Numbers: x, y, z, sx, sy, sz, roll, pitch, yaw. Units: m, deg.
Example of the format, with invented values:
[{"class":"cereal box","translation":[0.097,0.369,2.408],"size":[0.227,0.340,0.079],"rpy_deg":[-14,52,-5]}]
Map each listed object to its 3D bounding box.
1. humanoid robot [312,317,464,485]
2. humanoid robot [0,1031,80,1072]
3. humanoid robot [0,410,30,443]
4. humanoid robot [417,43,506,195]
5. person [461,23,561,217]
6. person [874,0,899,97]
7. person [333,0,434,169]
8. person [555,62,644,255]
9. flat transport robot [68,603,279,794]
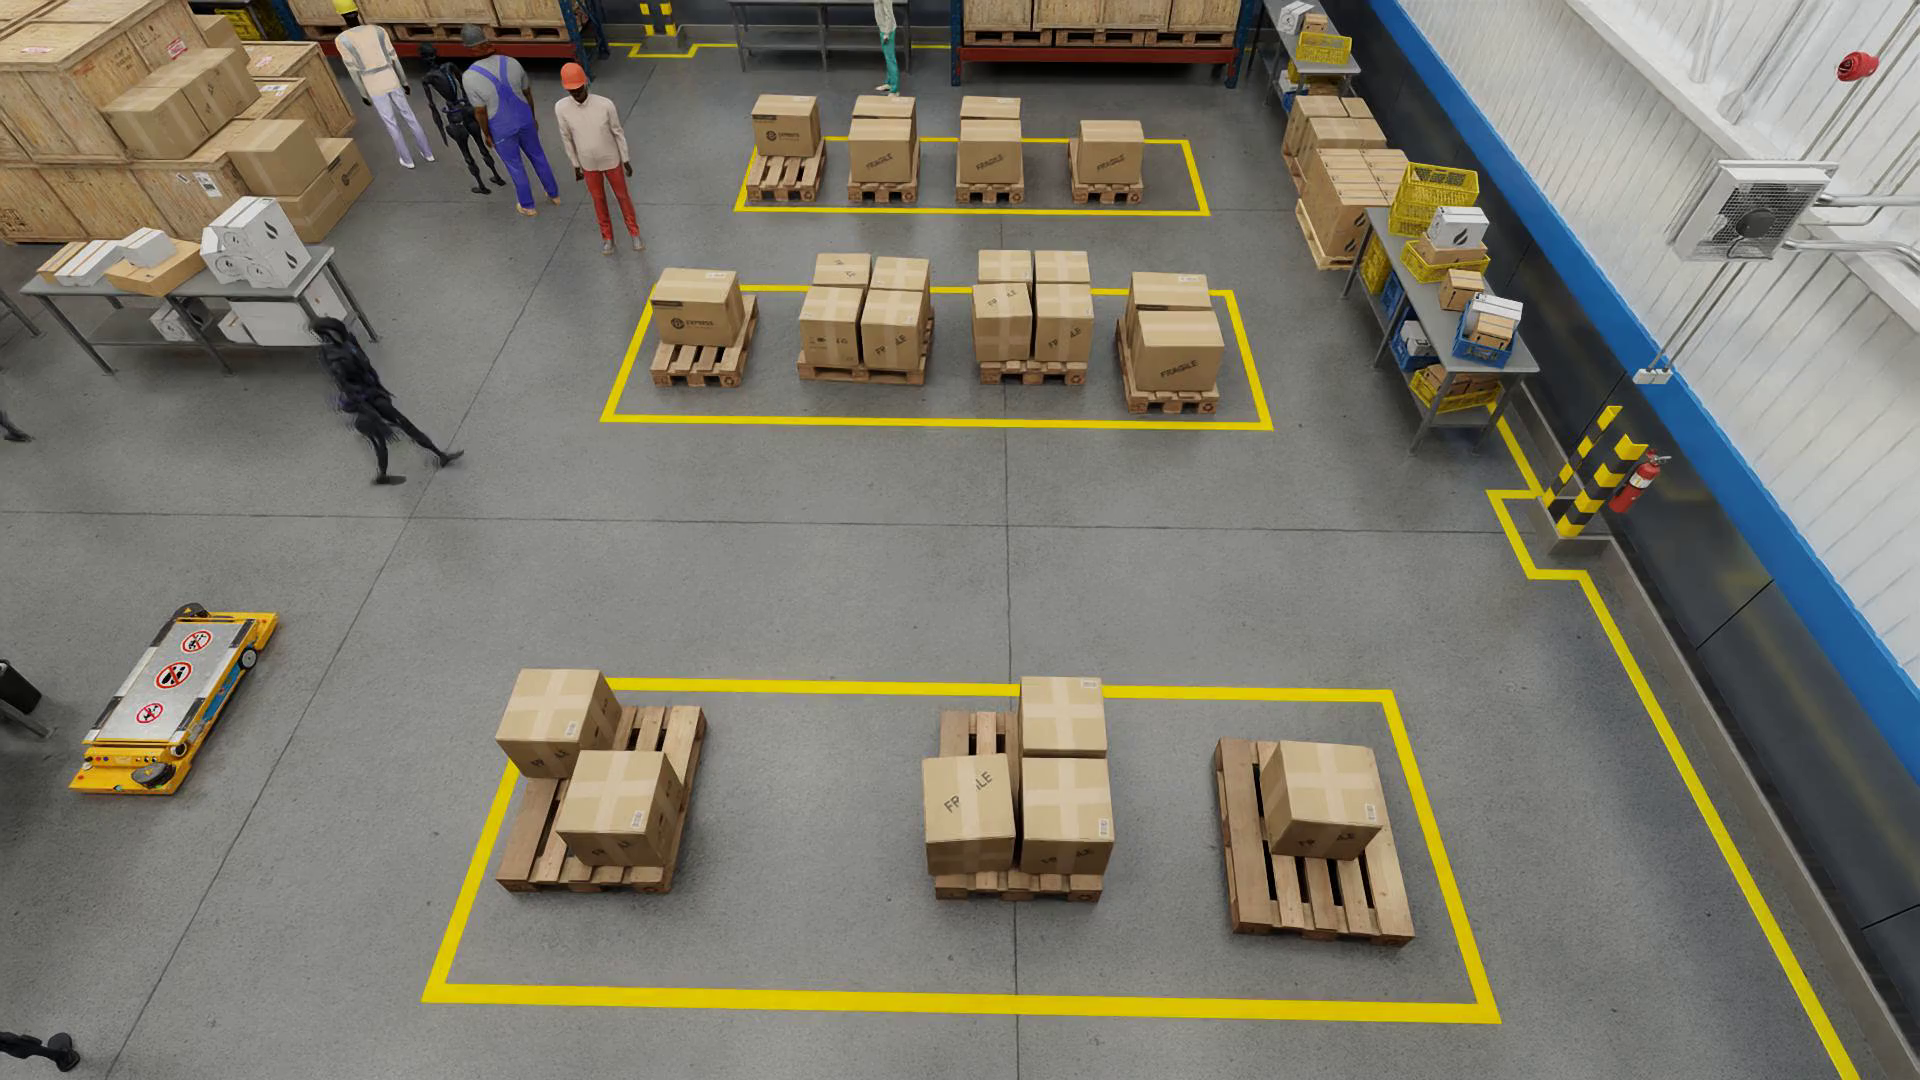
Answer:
[{"class":"humanoid robot","translation":[-4.724,-1.101,7.405],"size":[0.668,1.638,0.604],"rpy_deg":[-4,50,-3]},{"class":"humanoid robot","translation":[-5.059,2.415,4.390],"size":[0.316,1.660,0.605],"rpy_deg":[18,52,15]},{"class":"humanoid robot","translation":[-8.748,-1.455,7.695],"size":[0.736,1.624,0.579],"rpy_deg":[11,51,9]},{"class":"humanoid robot","translation":[-5.763,-4.839,10.537],"size":[0.340,1.655,0.578],"rpy_deg":[20,53,16]},{"class":"person","translation":[-5.006,-4.615,10.112],"size":[0.537,2.000,0.677],"rpy_deg":[34,58,25]},{"class":"person","translation":[-1.005,-6.759,12.110],"size":[0.325,1.759,0.523],"rpy_deg":[-9,50,-7]},{"class":"person","translation":[-6.849,-5.400,10.860],"size":[0.399,1.919,0.579],"rpy_deg":[33,57,25]},{"class":"person","translation":[-3.759,-3.955,9.583],"size":[0.611,1.995,0.387],"rpy_deg":[-8,50,-7]},{"class":"flat transport robot","translation":[-5.504,1.072,6.442],"size":[0.652,0.197,1.431],"rpy_deg":[1,50,1]}]
